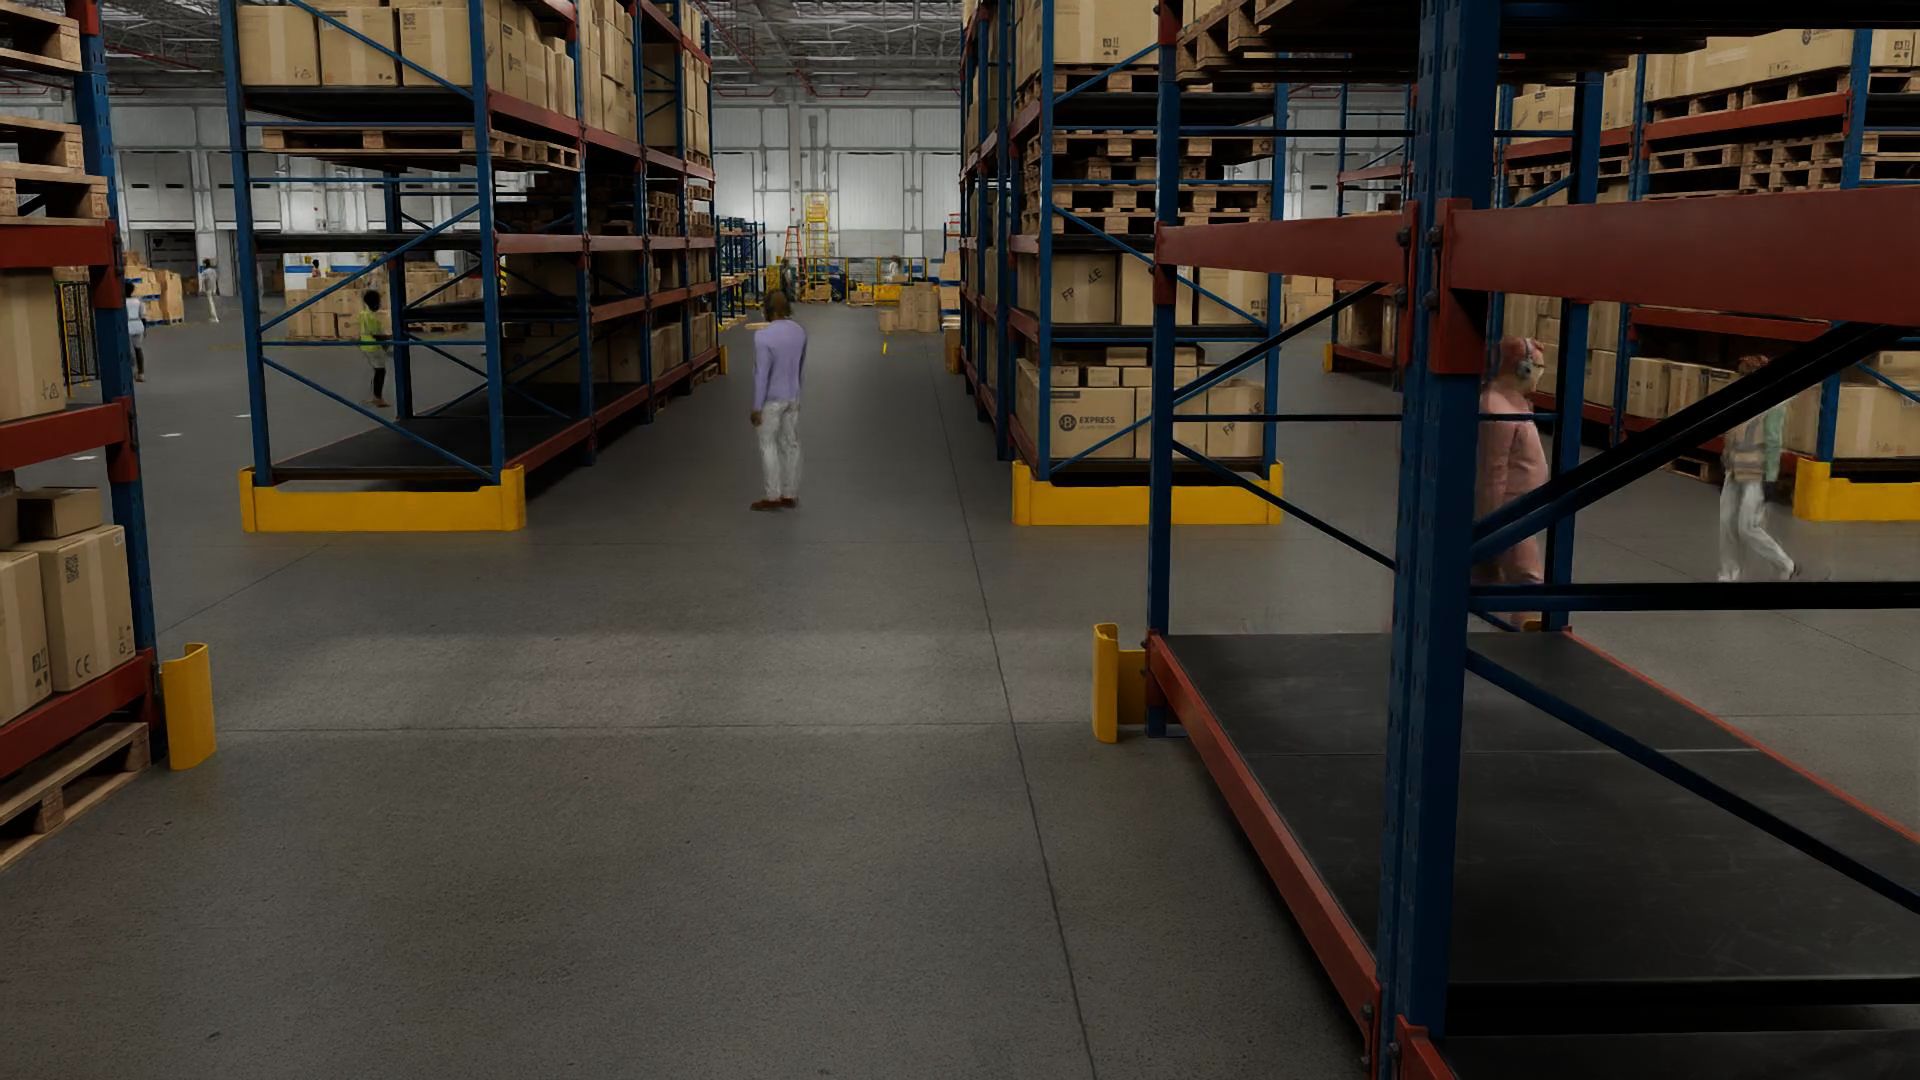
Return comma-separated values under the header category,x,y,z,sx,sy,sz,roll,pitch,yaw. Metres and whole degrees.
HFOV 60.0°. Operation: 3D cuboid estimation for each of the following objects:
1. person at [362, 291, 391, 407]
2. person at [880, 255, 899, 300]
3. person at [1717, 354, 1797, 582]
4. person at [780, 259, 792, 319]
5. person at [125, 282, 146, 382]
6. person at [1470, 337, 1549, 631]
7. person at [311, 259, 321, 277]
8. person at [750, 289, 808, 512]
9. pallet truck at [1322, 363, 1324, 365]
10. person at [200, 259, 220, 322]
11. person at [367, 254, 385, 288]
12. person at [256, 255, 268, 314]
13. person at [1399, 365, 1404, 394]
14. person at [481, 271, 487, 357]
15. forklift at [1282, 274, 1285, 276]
category,x,y,z,sx,sy,sz,roll,pitch,yaw
person,-8.329,-2.720,23.684,0.358,1.650,0.626,-4,11,-22
person,-2.698,-10.219,65.001,0.925,1.838,0.578,-2,10,-13
person,5.183,-0.404,10.870,0.471,1.622,0.534,-2,10,-9
person,-5.263,-7.594,50.334,0.368,1.833,0.564,-4,11,-22
person,-13.934,-3.488,27.891,0.610,1.672,0.558,8,13,38
person,2.802,-0.145,8.762,0.904,1.861,0.628,3,11,17
person,-23.552,-9.419,60.887,0.321,1.697,0.529,-1,10,-6
person,-1.585,-1.213,14.502,0.376,1.939,0.634,7,12,35
pallet truck,7.712,-4.157,30.737,1.885,1.965,0.823,3,11,16
person,-21.869,-7.247,48.366,0.616,1.847,0.553,4,11,21
person,-21.492,-9.578,61.207,0.583,1.906,0.487,-9,13,-40
person,-22.912,-8.316,54.120,0.633,1.932,0.415,3,11,18
person,4.884,-1.678,17.294,0.657,1.863,0.908,1,10,4
person,-9.539,-4.690,33.791,0.373,1.966,0.605,-7,12,-35
forklift,12.240,-10.302,62.509,1.129,2.768,1.873,0,10,-2
